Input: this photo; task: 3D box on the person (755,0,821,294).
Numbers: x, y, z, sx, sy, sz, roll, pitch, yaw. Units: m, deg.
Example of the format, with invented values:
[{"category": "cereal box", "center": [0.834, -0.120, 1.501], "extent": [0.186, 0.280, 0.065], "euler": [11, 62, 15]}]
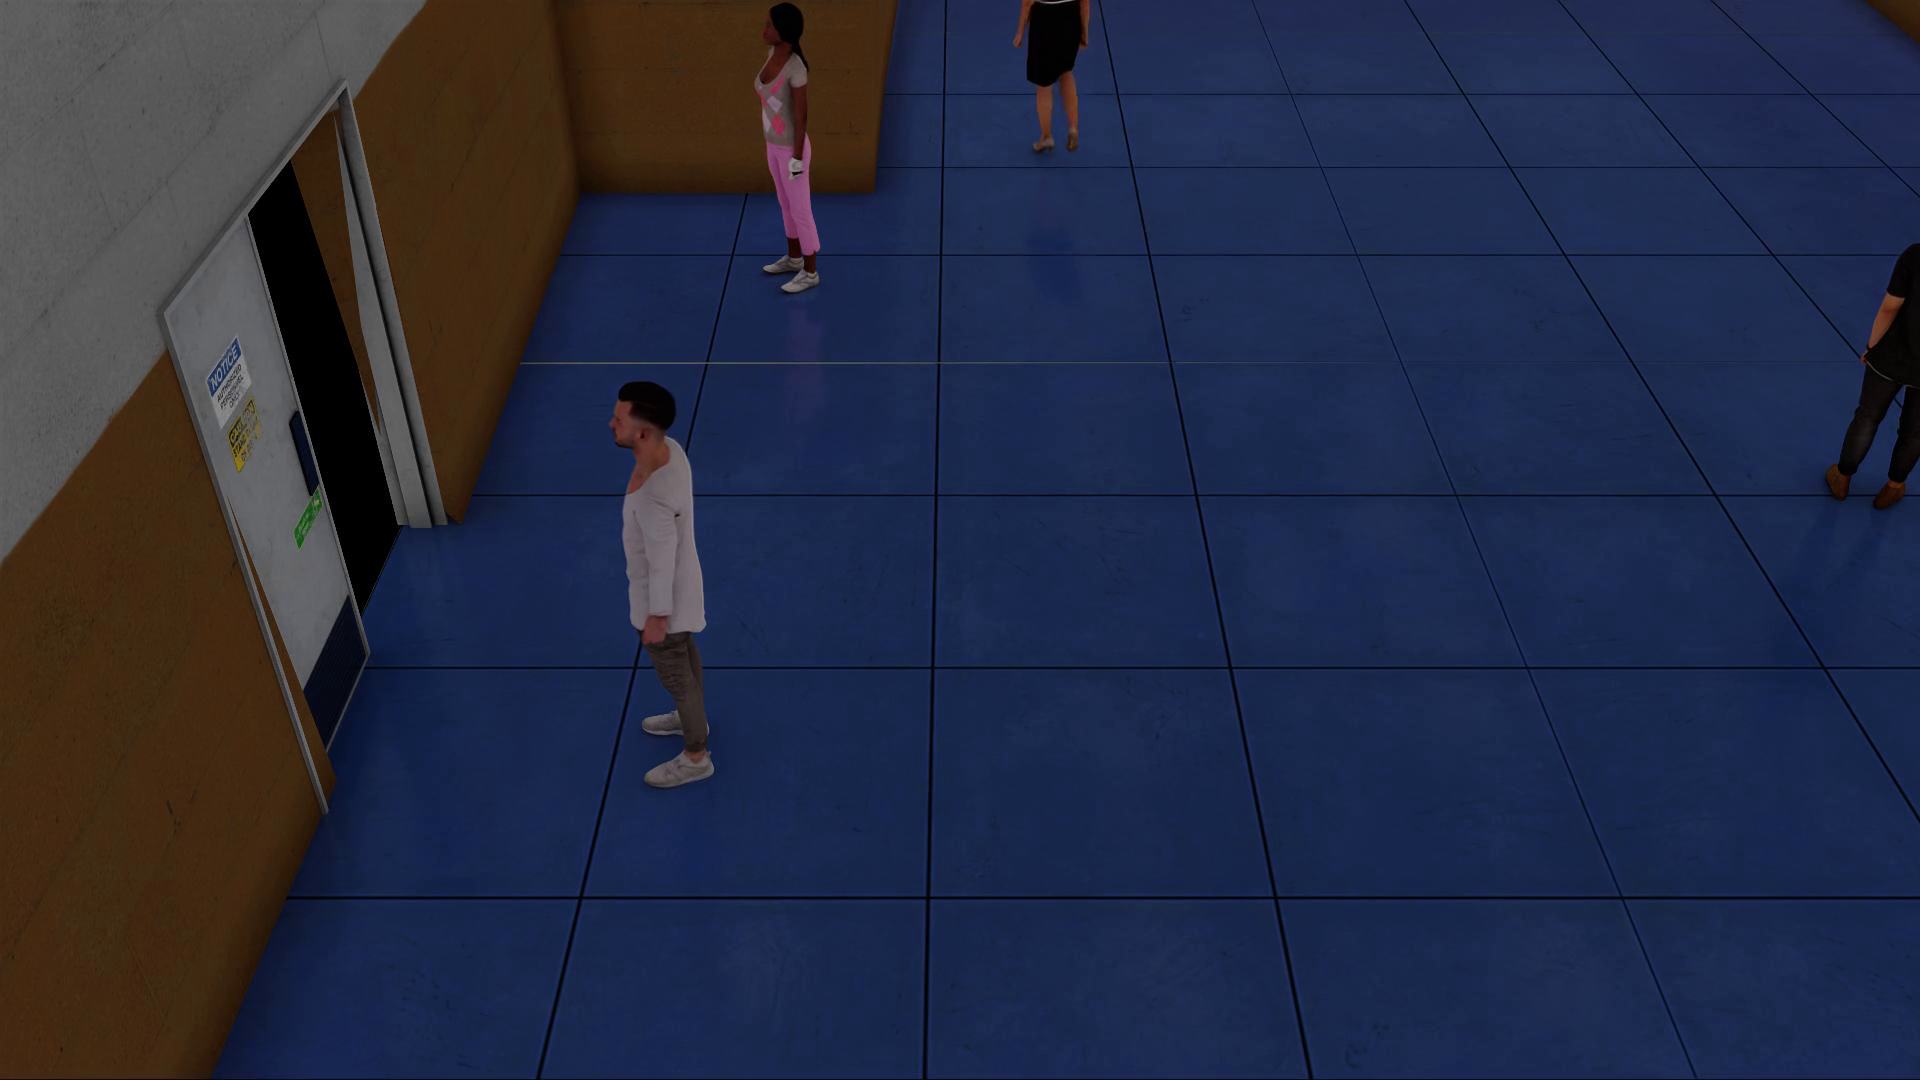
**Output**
[{"category": "person", "center": [-1.013, -2.318, 9.849], "extent": [0.654, 1.741, 0.652], "euler": [-17, 40, -21]}]

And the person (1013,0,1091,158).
[{"category": "person", "center": [0.676, -3.395, 11.280], "extent": [0.802, 1.746, 0.861], "euler": [-16, 40, -20]}]

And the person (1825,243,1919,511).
[{"category": "person", "center": [4.610, -0.913, 7.997], "extent": [0.656, 1.717, 0.767], "euler": [19, 41, 23]}]

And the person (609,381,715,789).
[{"category": "person", "center": [-1.147, 0.168, 6.454], "extent": [0.611, 1.841, 0.700], "euler": [-5, 37, -7]}]
